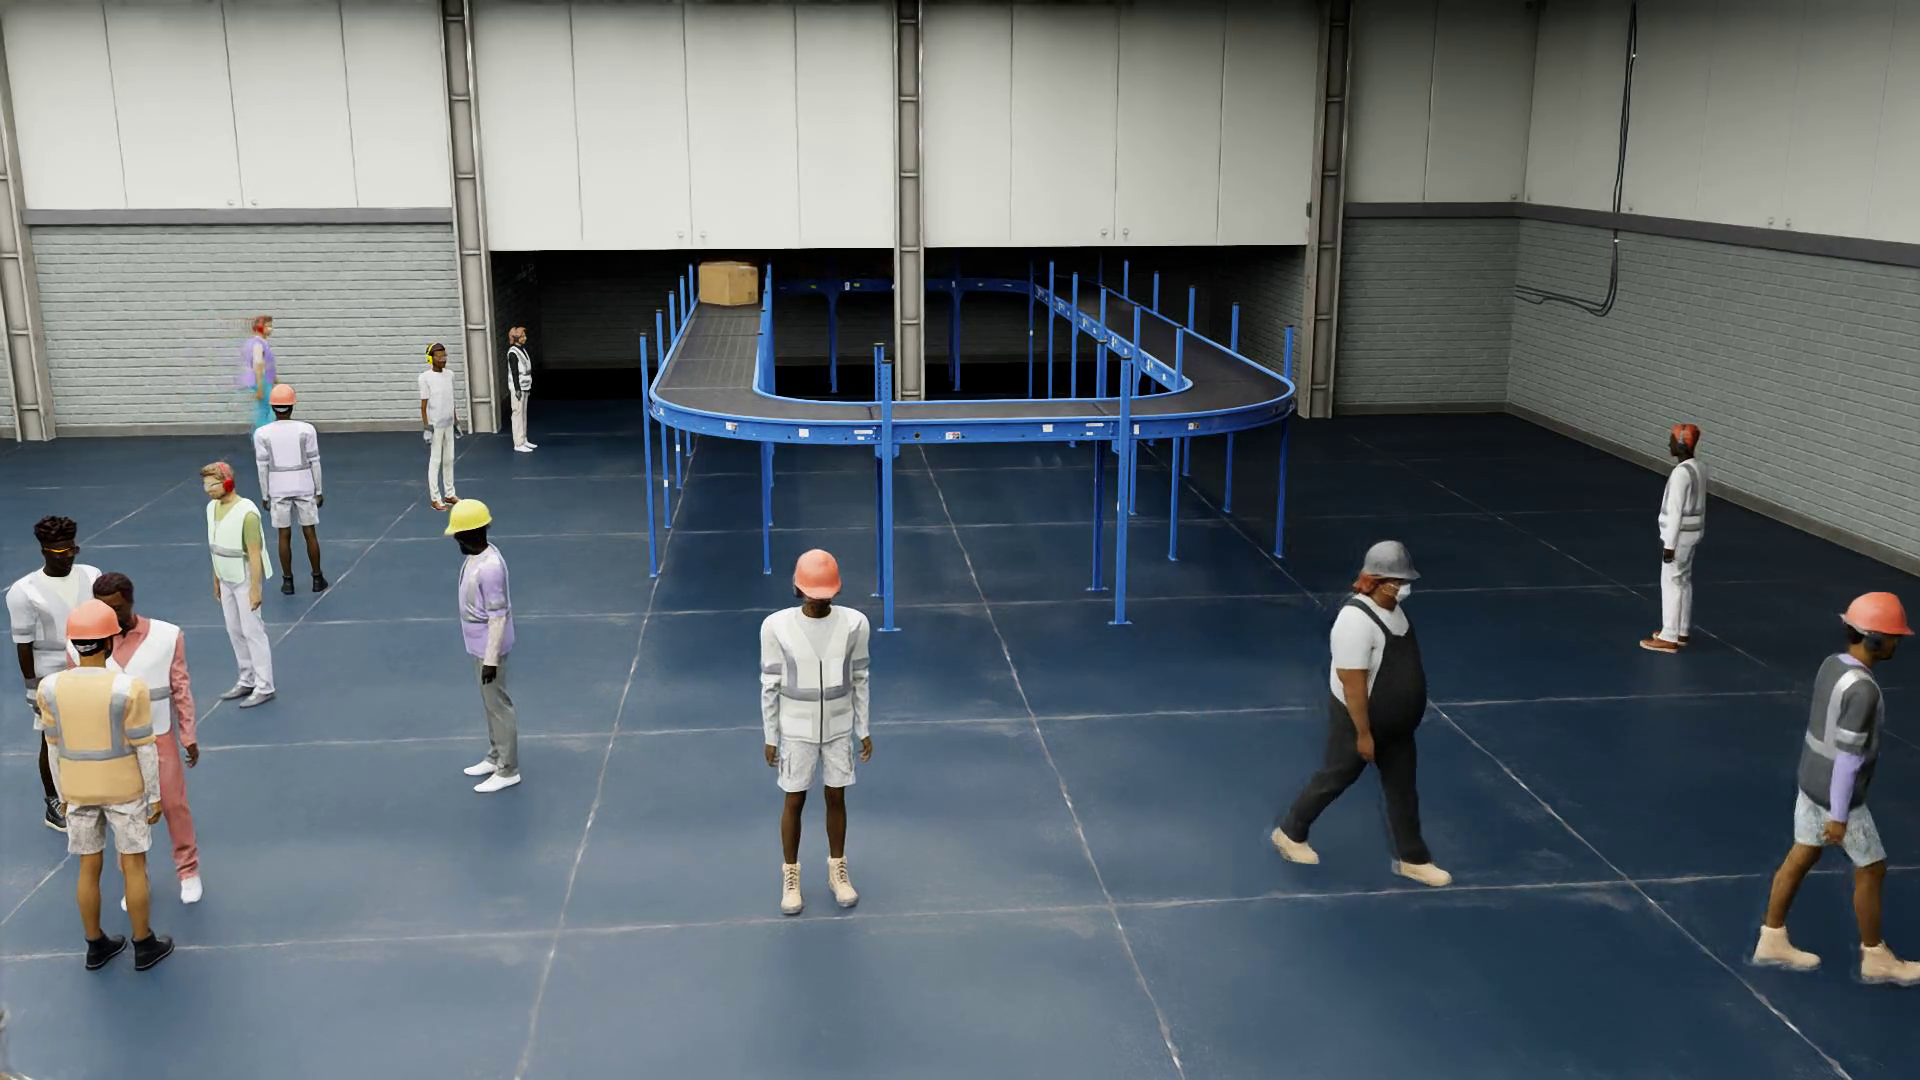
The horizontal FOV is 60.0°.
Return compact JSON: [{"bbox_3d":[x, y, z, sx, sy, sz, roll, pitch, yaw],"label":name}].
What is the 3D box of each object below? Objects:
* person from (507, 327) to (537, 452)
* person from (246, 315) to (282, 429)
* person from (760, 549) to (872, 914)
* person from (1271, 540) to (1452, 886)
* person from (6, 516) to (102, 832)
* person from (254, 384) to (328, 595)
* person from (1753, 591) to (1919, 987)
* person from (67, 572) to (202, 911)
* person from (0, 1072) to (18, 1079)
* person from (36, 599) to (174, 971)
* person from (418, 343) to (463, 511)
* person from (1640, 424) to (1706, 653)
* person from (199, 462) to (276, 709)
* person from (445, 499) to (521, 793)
[{"bbox_3d":[-5.796,-1.987,21.918,0.307,1.641,0.512,-1,14,-2],"label":"person"},{"bbox_3d":[-9.025,-2.016,21.676,0.517,1.821,0.558,-6,15,-23],"label":"person"},{"bbox_3d":[-0.769,1.034,9.032,0.617,2.040,0.394,-4,15,-16],"label":"person"},{"bbox_3d":[2.286,0.932,9.425,1.004,2.000,0.692,12,18,39],"label":"person"},{"bbox_3d":[-5.432,0.797,10.144,0.385,1.957,0.603,7,16,27],"label":"person"},{"bbox_3d":[-6.112,-0.461,15.205,0.542,1.939,0.363,-5,15,-19],"label":"person"},{"bbox_3d":[4.500,1.238,8.262,0.924,2.005,0.644,3,14,11],"label":"person"},{"bbox_3d":[-4.501,1.082,9.105,0.601,1.905,0.388,-4,15,-17],"label":"person"},{"bbox_3d":[-2.835,2.168,5.118,0.548,1.712,0.586,11,18,37],"label":"person"},{"bbox_3d":[-4.305,1.245,8.417,0.539,1.929,0.385,-1,14,-4],"label":"person"},{"bbox_3d":[-5.785,-1.271,18.587,0.318,1.870,0.532,7,16,27],"label":"person"},{"bbox_3d":[5.863,-0.017,13.563,0.352,1.877,0.585,10,17,36],"label":"person"},{"bbox_3d":[-5.333,0.315,12.323,0.580,1.830,0.401,10,17,35],"label":"person"},{"bbox_3d":[-3.065,0.670,10.710,0.378,1.924,0.585,-6,15,-23],"label":"person"}]
